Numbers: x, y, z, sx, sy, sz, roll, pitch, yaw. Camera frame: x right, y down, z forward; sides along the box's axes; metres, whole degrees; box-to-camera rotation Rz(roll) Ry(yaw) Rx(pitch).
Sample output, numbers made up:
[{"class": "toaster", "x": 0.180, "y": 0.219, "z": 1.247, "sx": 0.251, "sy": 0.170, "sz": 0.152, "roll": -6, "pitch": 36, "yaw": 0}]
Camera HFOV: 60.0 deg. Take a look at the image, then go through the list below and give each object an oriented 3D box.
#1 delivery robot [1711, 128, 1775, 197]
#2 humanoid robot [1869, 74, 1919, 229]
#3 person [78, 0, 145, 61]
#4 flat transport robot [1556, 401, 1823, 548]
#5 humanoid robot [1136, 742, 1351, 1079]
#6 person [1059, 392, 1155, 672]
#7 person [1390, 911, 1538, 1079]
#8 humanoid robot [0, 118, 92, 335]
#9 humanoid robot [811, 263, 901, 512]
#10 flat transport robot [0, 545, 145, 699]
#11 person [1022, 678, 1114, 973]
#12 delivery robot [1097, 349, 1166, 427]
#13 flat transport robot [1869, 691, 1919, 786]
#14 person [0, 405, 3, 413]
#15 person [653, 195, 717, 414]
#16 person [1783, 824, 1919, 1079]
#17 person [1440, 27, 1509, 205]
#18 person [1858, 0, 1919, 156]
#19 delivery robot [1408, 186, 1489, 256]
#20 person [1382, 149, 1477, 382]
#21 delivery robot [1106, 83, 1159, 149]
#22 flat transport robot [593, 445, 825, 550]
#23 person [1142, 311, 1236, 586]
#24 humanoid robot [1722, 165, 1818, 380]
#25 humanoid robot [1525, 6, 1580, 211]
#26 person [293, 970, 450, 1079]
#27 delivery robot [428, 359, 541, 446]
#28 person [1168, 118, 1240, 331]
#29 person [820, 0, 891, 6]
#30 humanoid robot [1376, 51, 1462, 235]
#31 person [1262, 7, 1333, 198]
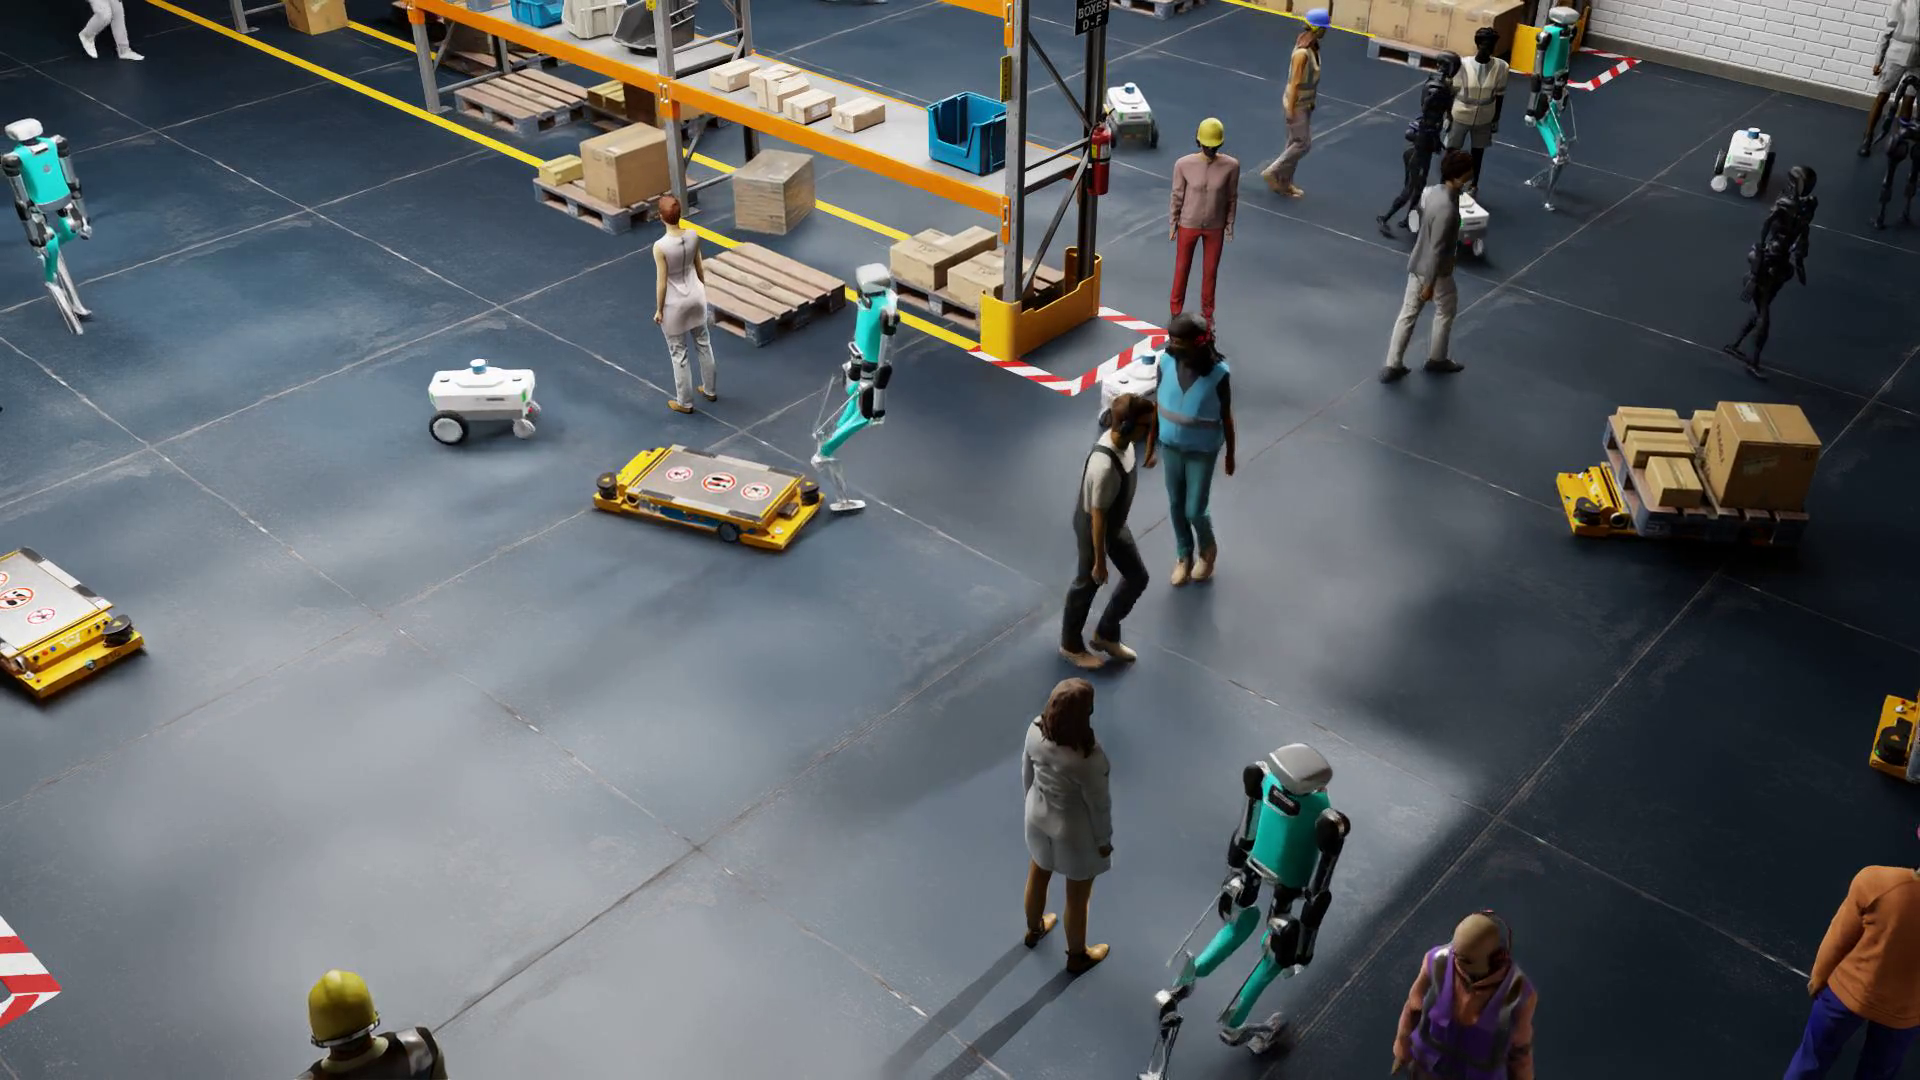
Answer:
[{"class": "delivery robot", "x": 7.454, "y": -3.620, "z": 15.796, "sx": 0.524, "sy": 0.586, "sz": 0.736, "roll": 16, "pitch": 38, "yaw": 21}, {"class": "humanoid robot", "x": 8.432, "y": -3.561, "z": 14.726, "sx": 0.589, "sy": 1.656, "sz": 0.336, "roll": 8, "pitch": 35, "yaw": 12}, {"class": "person", "x": -9.595, "y": -6.233, "z": 18.410, "sx": 0.535, "sy": 1.887, "sz": 0.652, "roll": 8, "pitch": 35, "yaw": 12}, {"class": "flat transport robot", "x": 4.804, "y": -0.238, "z": 11.155, "sx": 1.431, "sy": 0.231, "sz": 0.659, "roll": 4, "pitch": 35, "yaw": 5}, {"class": "humanoid robot", "x": 1.094, "y": 1.726, "z": 7.045, "sx": 0.970, "sy": 1.769, "sz": 0.555, "roll": -21, "pitch": 40, "yaw": -27}, {"class": "person", "x": 0.863, "y": -0.017, "z": 9.472, "sx": 0.586, "sy": 1.810, "sz": 0.620, "roll": 14, "pitch": 37, "yaw": 20}, {"class": "person", "x": 1.956, "y": 2.102, "z": 6.529, "sx": 0.527, "sy": 1.667, "sz": 0.425, "roll": 20, "pitch": 39, "yaw": 27}, {"class": "humanoid robot", "x": -7.224, "y": -2.476, "z": 13.128, "sx": 0.790, "sy": 1.808, "sz": 0.545, "roll": 19, "pitch": 39, "yaw": 25}, {"class": "humanoid robot", "x": -0.761, "y": -0.879, "z": 10.876, "sx": 0.758, "sy": 1.875, "sz": 0.531, "roll": -14, "pitch": 37, "yaw": -19}, {"class": "flat transport robot", "x": -5.677, "y": 0.468, "z": 10.132, "sx": 1.431, "sy": 0.231, "sz": 0.659, "roll": 24, "pitch": 41, "yaw": 30}, {"class": "person", "x": 0.502, "y": 1.305, "z": 7.693, "sx": 0.486, "sy": 1.659, "sz": 0.341, "roll": 27, "pitch": 43, "yaw": 34}, {"class": "delivery robot", "x": 1.384, "y": -1.108, "z": 12.180, "sx": 0.811, "sy": 0.613, "sz": 0.499, "roll": -27, "pitch": 43, "yaw": -33}, {"class": "flat transport robot", "x": 5.769, "y": 1.242, "z": 9.012, "sx": 1.431, "sy": 0.231, "sz": 0.659, "roll": 19, "pitch": 39, "yaw": 26}, {"class": "person", "x": -7.307, "y": -1.686, "z": 11.786, "sx": 0.545, "sy": 1.937, "sz": 0.377, "roll": 4, "pitch": 35, "yaw": 6}, {"class": "person", "x": -2.016, "y": -1.703, "z": 12.053, "sx": 0.270, "sy": 1.656, "sz": 0.460, "roll": 28, "pitch": 44, "yaw": 34}, {"class": "person", "x": 3.703, "y": 1.810, "z": 6.692, "sx": 0.515, "sy": 1.976, "sz": 0.408, "roll": 17, "pitch": 38, "yaw": 24}, {"class": "person", "x": 4.643, "y": -3.826, "z": 15.100, "sx": 0.532, "sy": 1.691, "sz": 0.321, "roll": 2, "pitch": 35, "yaw": 3}, {"class": "person", "x": 9.151, "y": -4.638, "z": 16.077, "sx": 0.549, "sy": 1.922, "sz": 0.387, "roll": 15, "pitch": 37, "yaw": 21}, {"class": "delivery robot", "x": 4.354, "y": -2.860, "z": 14.714, "sx": 0.499, "sy": 0.608, "sz": 0.811, "roll": -8, "pitch": 35, "yaw": -11}, {"class": "person", "x": 3.565, "y": -2.022, "z": 12.341, "sx": 0.699, "sy": 1.861, "sz": 0.508, "roll": -7, "pitch": 35, "yaw": -11}, {"class": "delivery robot", "x": 1.702, "y": -4.308, "z": 16.793, "sx": 0.499, "sy": 0.586, "sz": 0.772, "roll": -4, "pitch": 35, "yaw": -5}, {"class": "flat transport robot", "x": -1.699, "y": -0.312, "z": 11.262, "sx": 1.431, "sy": 0.231, "sz": 0.659, "roll": 13, "pitch": 37, "yaw": 18}, {"class": "person", "x": 1.416, "y": -0.545, "z": 10.210, "sx": 0.566, "sy": 1.848, "sz": 0.451, "roll": 19, "pitch": 39, "yaw": 25}, {"class": "humanoid robot", "x": 6.175, "y": -2.034, "z": 12.529, "sx": 0.596, "sy": 1.642, "sz": 0.612, "roll": -18, "pitch": 38, "yaw": -24}, {"class": "humanoid robot", "x": 5.545, "y": -3.912, "z": 15.226, "sx": 0.587, "sy": 1.792, "sz": 0.839, "roll": -26, "pitch": 42, "yaw": -33}, {"class": "person", "x": -2.139, "y": 2.269, "z": 6.158, "sx": 0.594, "sy": 1.826, "sz": 0.403, "roll": -22, "pitch": 40, "yaw": -28}, {"class": "delivery robot", "x": -3.465, "y": -1.020, "z": 12.041, "sx": 0.788, "sy": 0.601, "sz": 0.499, "roll": -1, "pitch": 35, "yaw": -1}, {"class": "person", "x": 1.903, "y": -2.462, "z": 13.061, "sx": 0.532, "sy": 1.766, "sz": 0.315, "roll": 0, "pitch": 35, "yaw": 0}, {"class": "person", "x": -1.344, "y": -7.384, "z": 20.232, "sx": 0.949, "sy": 1.711, "sz": 0.514, "roll": 2, "pitch": 35, "yaw": 3}, {"class": "humanoid robot", "x": 4.052, "y": -3.510, "z": 14.664, "sx": 0.477, "sy": 1.645, "sz": 0.617, "roll": 21, "pitch": 40, "yaw": 27}, {"class": "person", "x": 3.140, "y": -3.991, "z": 15.274, "sx": 0.385, "sy": 1.755, "sz": 0.507, "roll": 17, "pitch": 38, "yaw": 23}]
